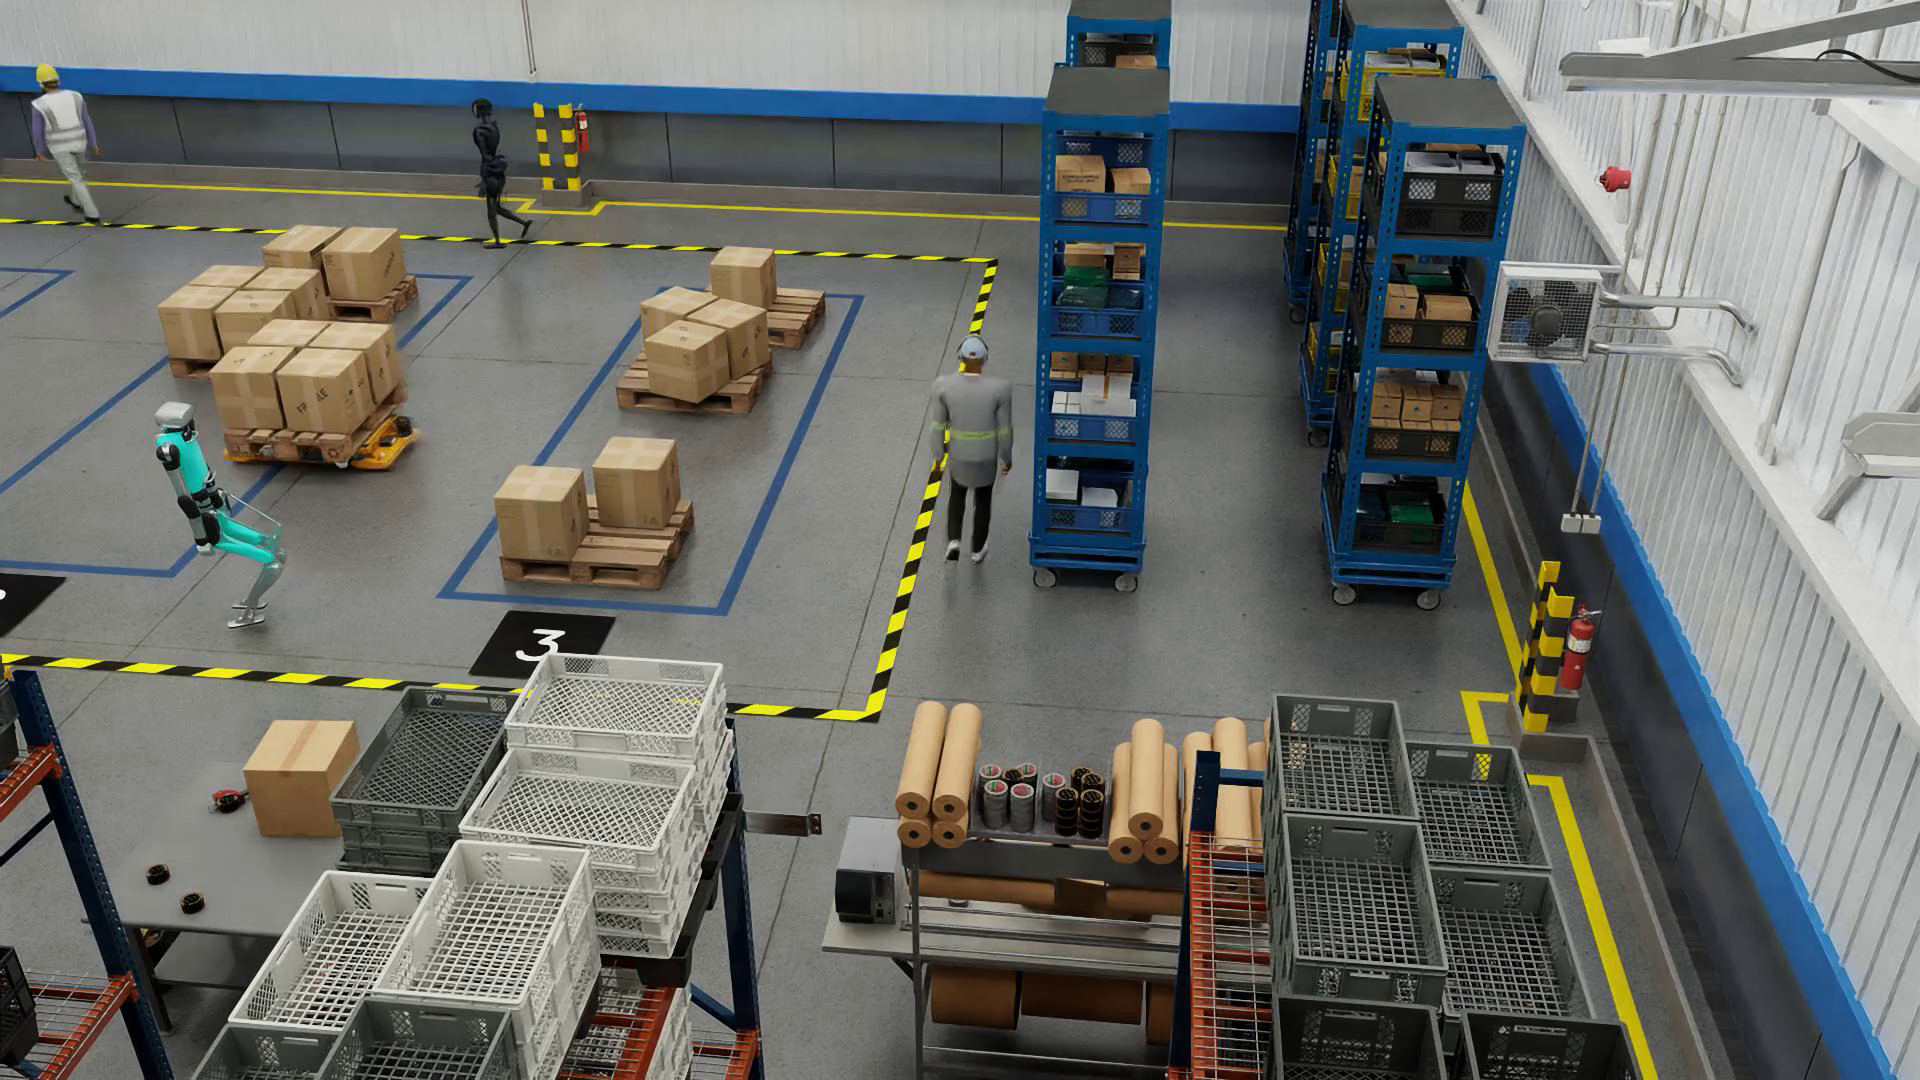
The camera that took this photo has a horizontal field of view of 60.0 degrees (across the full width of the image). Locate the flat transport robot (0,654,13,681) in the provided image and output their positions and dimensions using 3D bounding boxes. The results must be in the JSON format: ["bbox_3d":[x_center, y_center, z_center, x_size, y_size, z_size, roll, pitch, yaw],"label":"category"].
[{"bbox_3d":[-7.142,0.969,11.010,1.431,0.231,0.659,3,30,6],"label":"flat transport robot"}]

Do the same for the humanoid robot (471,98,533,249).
[{"bbox_3d":[-5.031,-3.987,18.133,0.529,1.644,0.596,-2,30,-4],"label":"humanoid robot"}]

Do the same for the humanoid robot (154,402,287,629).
[{"bbox_3d":[-4.967,-0.179,11.388,0.735,1.677,0.533,-5,31,-8],"label":"humanoid robot"}]

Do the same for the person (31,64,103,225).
[{"bbox_3d":[-10.189,-4.497,18.884,0.914,1.778,0.619,20,36,30],"label":"person"}]

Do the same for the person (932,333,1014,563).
[{"bbox_3d":[0.097,-0.645,12.221,0.599,1.837,0.507,5,31,9],"label":"person"}]

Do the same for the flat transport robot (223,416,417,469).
[{"bbox_3d":[-5.440,-0.871,14.142,1.431,0.197,0.652,3,30,6],"label":"flat transport robot"}]
